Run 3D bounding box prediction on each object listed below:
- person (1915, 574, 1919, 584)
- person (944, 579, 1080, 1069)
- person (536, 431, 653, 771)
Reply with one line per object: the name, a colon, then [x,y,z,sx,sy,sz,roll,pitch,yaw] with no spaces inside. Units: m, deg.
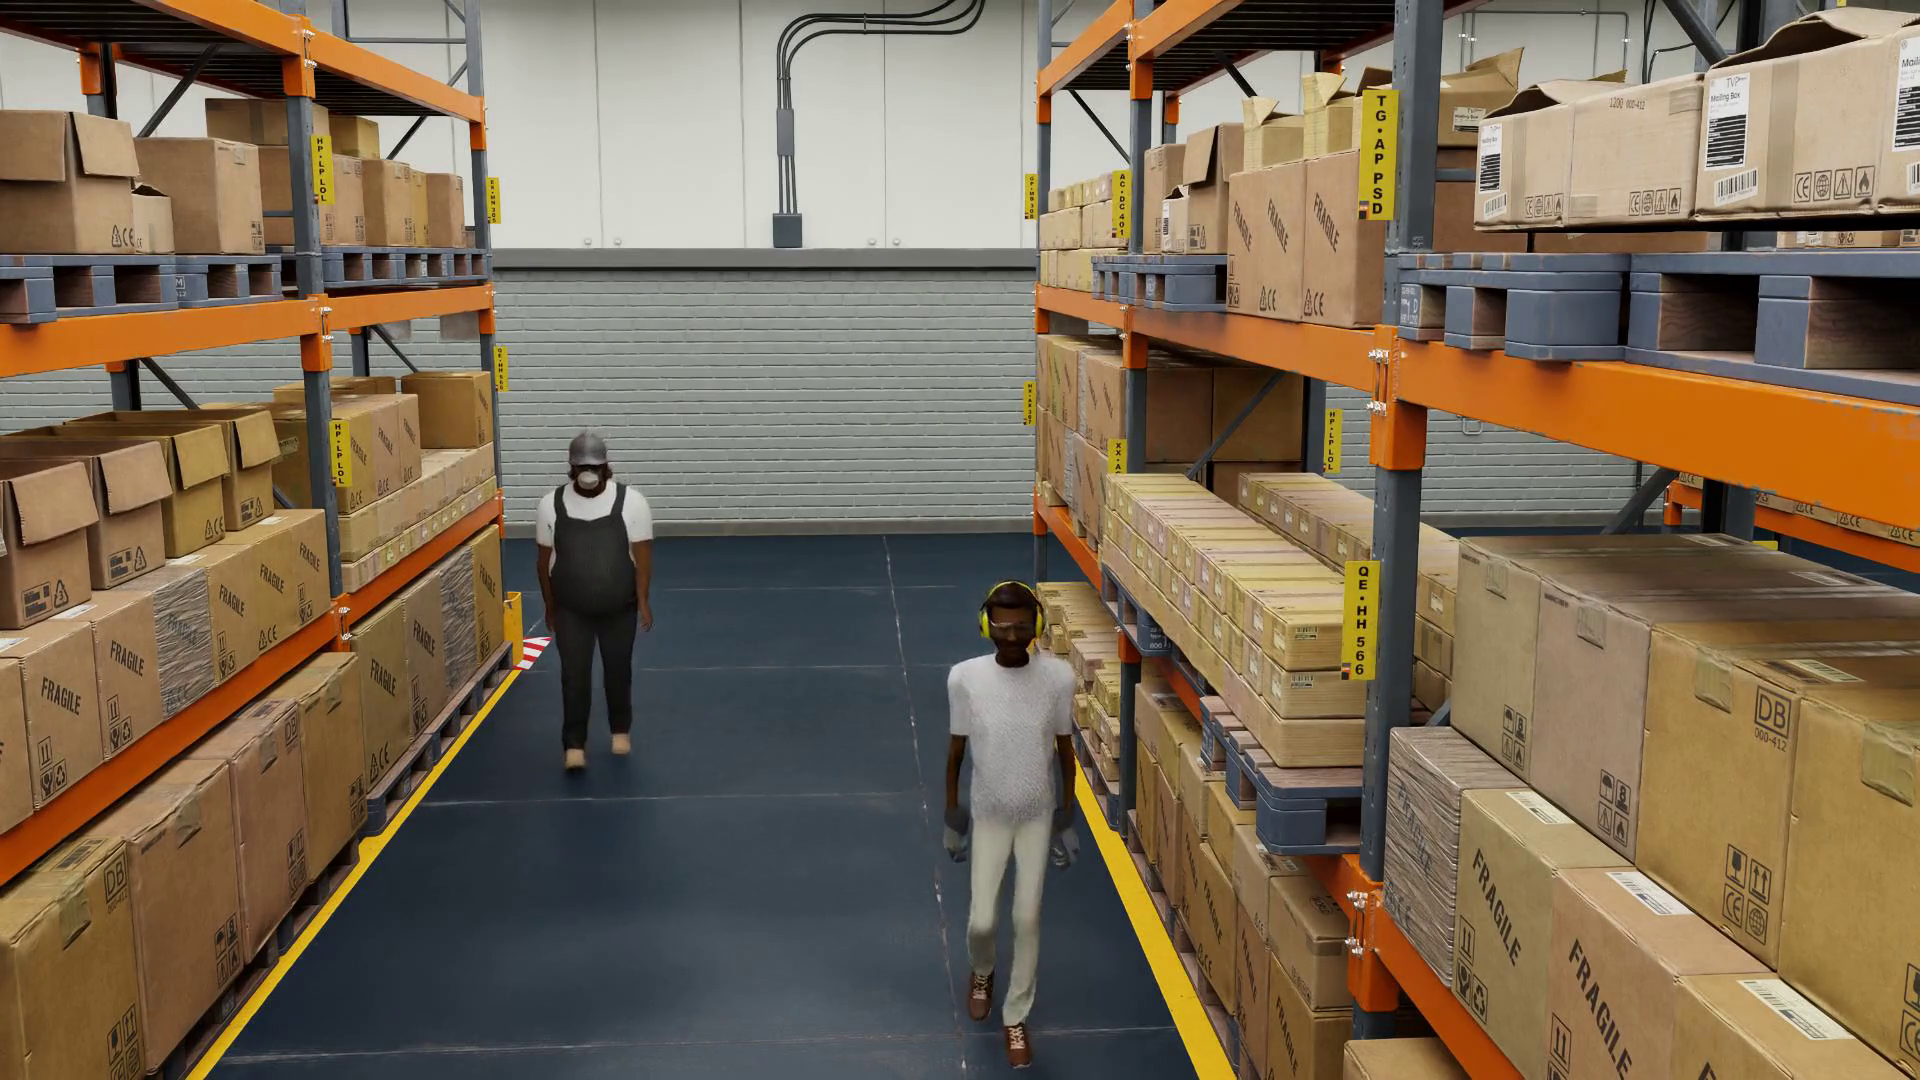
person: [7.245,-0.032,12.485,0.612,1.923,0.926,-2,10,-11]
person: [0.200,1.052,6.333,0.511,1.851,0.448,-1,10,-4]
person: [-2.188,0.329,10.005,0.689,2.000,0.560,-2,10,-10]
